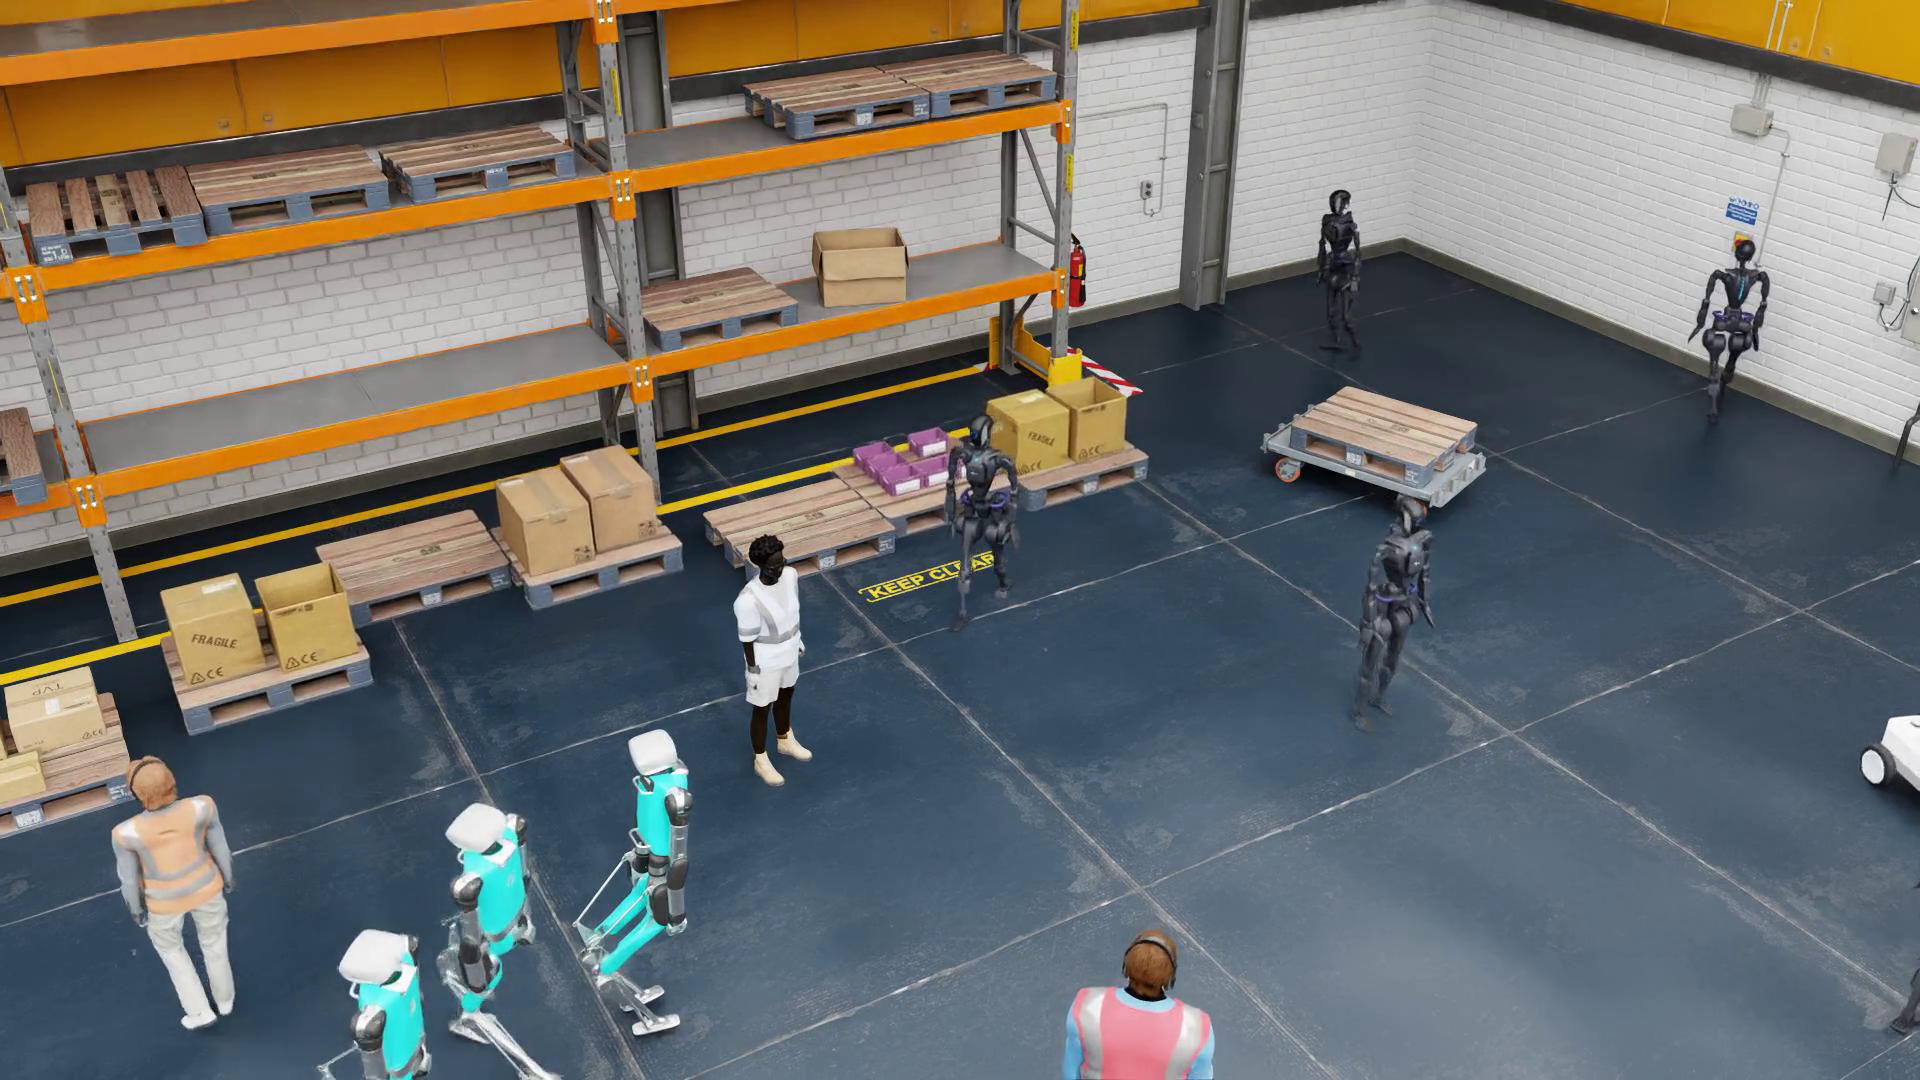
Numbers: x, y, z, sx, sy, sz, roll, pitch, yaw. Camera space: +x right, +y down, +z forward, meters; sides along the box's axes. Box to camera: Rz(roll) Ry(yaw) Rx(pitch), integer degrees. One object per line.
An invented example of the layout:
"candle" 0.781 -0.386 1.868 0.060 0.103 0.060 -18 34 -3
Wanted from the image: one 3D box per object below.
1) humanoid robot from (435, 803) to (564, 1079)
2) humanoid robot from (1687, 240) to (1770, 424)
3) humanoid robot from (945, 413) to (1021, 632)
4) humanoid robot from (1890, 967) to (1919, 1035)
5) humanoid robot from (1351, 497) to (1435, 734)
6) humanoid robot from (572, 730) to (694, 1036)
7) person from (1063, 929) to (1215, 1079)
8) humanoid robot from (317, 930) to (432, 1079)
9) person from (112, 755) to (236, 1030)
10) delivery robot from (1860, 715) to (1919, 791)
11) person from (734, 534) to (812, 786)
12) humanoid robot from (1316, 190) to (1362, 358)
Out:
"humanoid robot" -2.443 1.937 8.102 0.893 1.783 0.570 13 32 22
"humanoid robot" 6.884 -1.909 14.939 0.599 1.645 0.658 5 30 9
"humanoid robot" 0.186 -0.170 11.908 0.593 1.640 0.785 11 31 19
"humanoid robot" 5.192 1.795 8.402 0.759 1.629 0.604 -17 33 -27
"humanoid robot" 2.795 0.465 10.728 0.599 1.671 0.356 -18 34 -28
"humanoid robot" -1.663 1.758 8.270 0.745 1.692 0.531 -16 33 -27
"person" 0.753 2.413 7.118 0.634 1.831 0.430 6 30 11
"humanoid robot" -2.639 2.400 7.261 0.849 1.786 0.589 1 29 2
"person" -3.921 1.798 8.406 0.522 1.630 0.372 -19 35 -30
"delivery robot" 5.991 1.394 10.206 0.499 0.585 0.765 -5 30 -9
"person" -1.145 0.715 10.255 0.315 1.695 0.539 17 34 28
"humanoid robot" 3.730 -2.598 16.142 0.410 1.640 0.599 -16 33 -26
